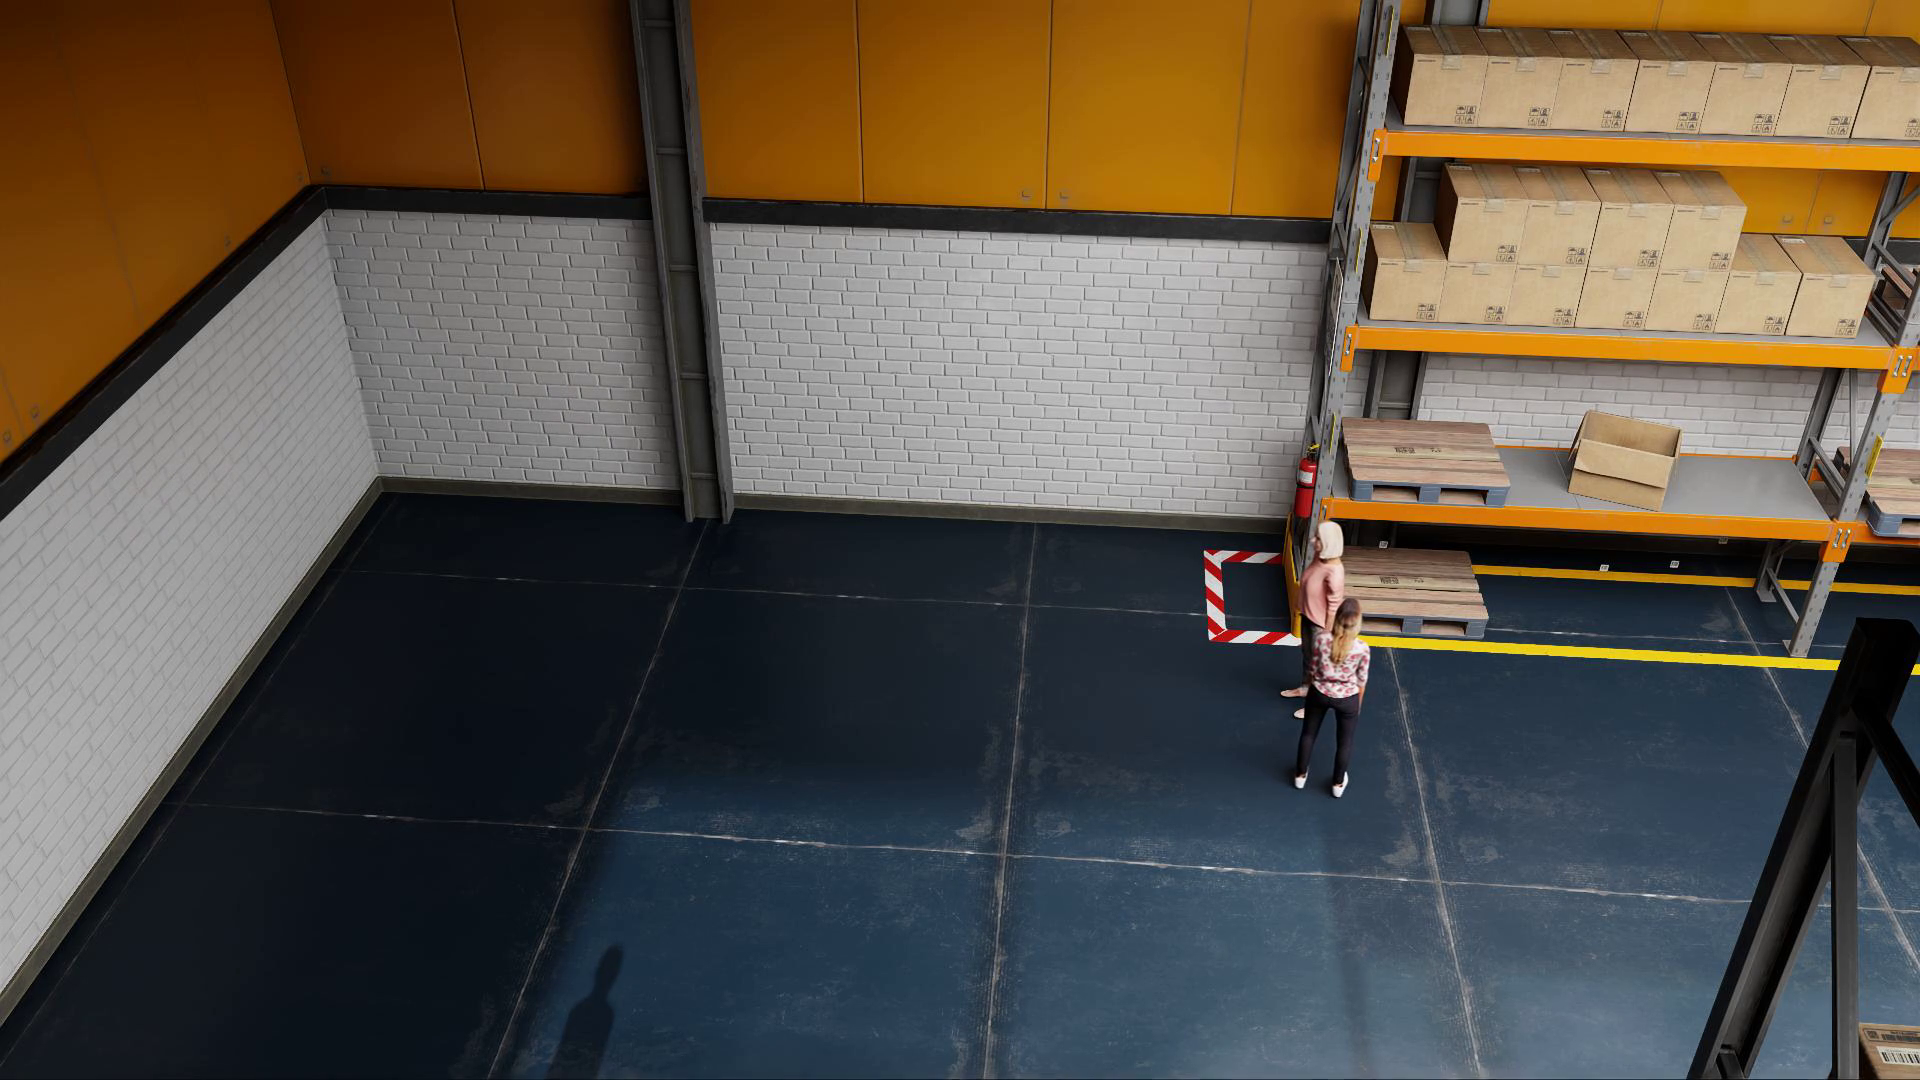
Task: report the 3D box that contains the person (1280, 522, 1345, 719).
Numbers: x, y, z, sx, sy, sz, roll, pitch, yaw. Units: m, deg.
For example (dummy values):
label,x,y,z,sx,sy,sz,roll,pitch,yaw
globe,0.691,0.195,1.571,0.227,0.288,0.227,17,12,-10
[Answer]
label,x,y,z,sx,sy,sz,roll,pitch,yaw
person,2.713,0.588,12.552,0.605,1.725,0.649,-5,34,-8

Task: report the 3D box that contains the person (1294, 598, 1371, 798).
label,x,y,z,sx,sy,sz,roll,pitch,yaw
person,2.659,1.119,11.842,0.548,1.626,0.681,14,36,19
